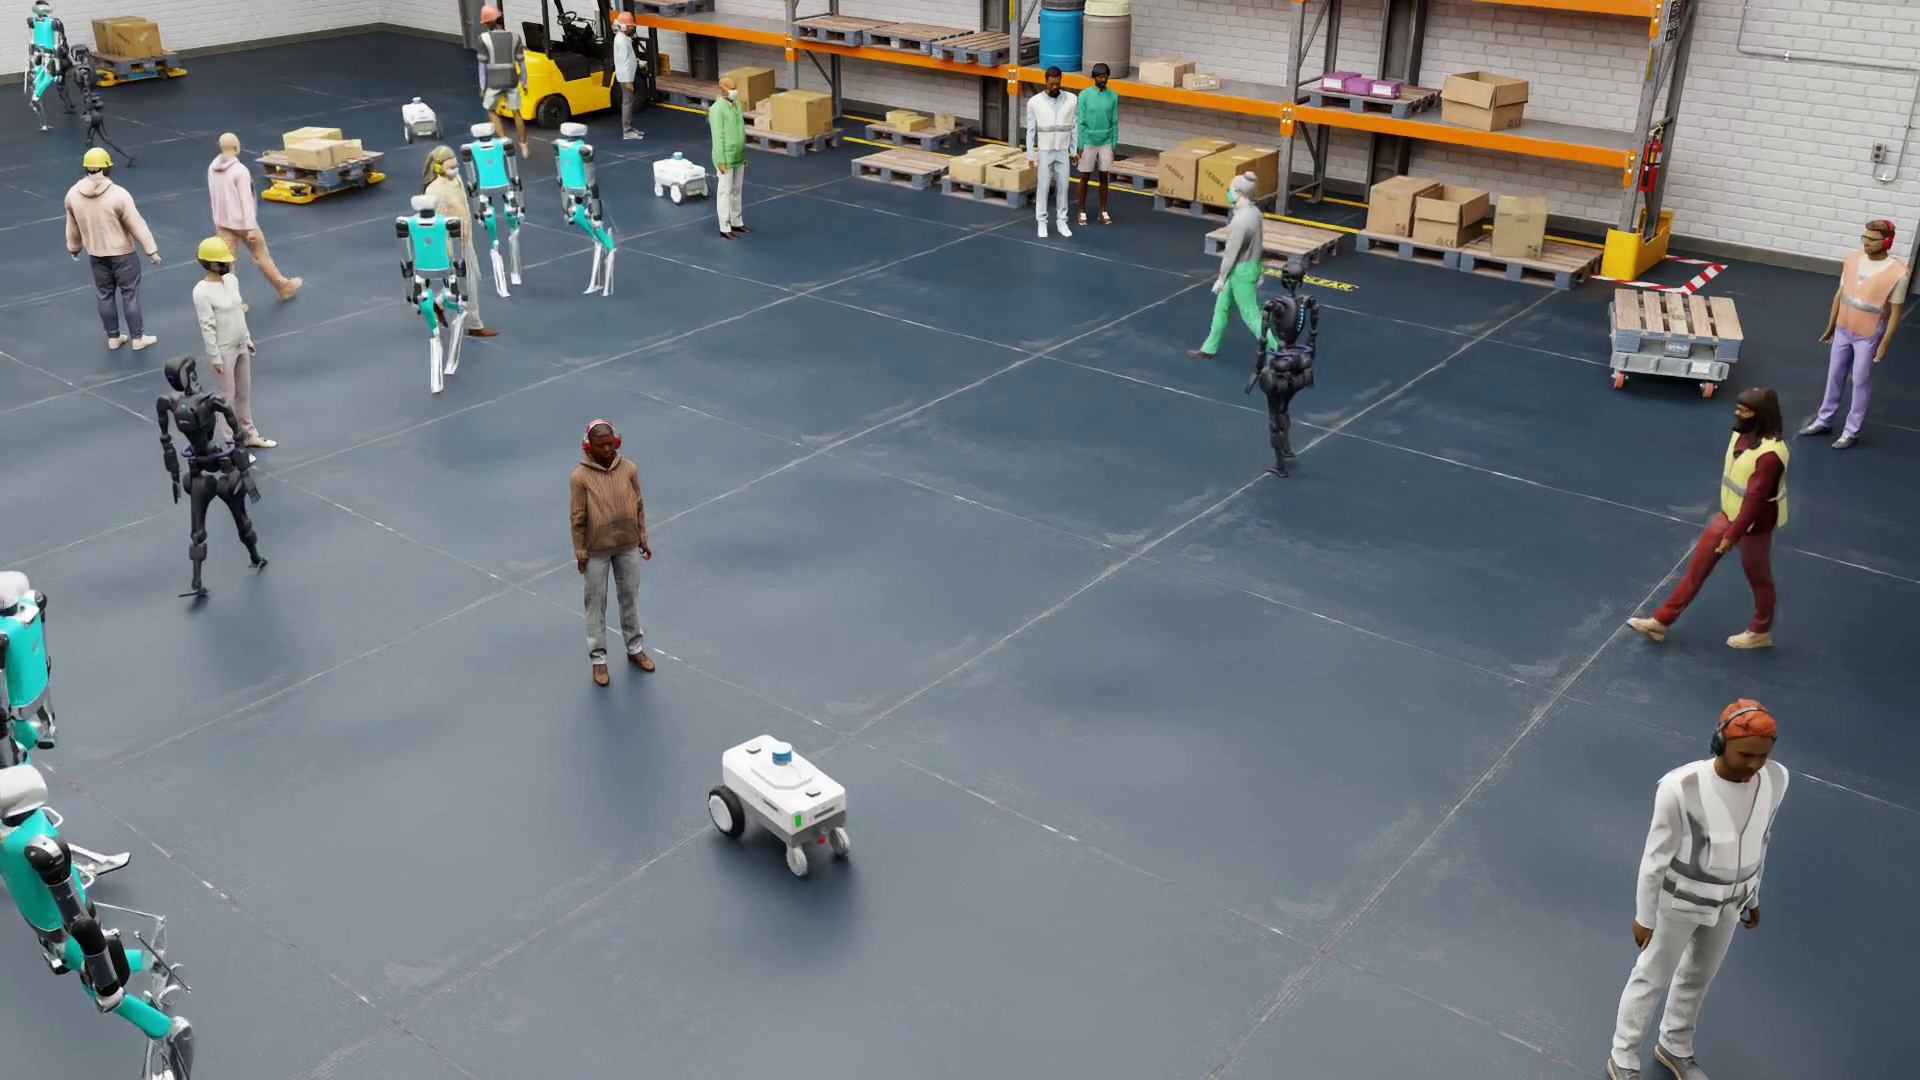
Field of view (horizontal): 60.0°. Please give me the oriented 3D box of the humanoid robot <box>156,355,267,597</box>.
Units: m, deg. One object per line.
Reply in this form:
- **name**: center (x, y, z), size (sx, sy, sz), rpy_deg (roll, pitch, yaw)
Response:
- **humanoid robot**: center (-4.904, -0.420, 10.864), size (0.614, 1.626, 0.751), rpy_deg (3, 26, 5)

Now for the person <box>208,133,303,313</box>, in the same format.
- **person**: center (-7.026, -3.129, 16.354), size (0.545, 1.731, 0.949), rpy_deg (9, 27, 18)

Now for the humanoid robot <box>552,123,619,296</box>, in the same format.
- **humanoid robot**: center (-3.691, -3.326, 16.812), size (0.542, 1.831, 0.649), rpy_deg (18, 31, 32)

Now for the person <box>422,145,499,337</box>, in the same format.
- **person**: center (-4.742, -2.776, 15.502), size (0.609, 1.846, 0.598), rpy_deg (3, 26, 6)

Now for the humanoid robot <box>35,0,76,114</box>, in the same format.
- **humanoid robot**: center (-13.610, -7.246, 24.968), size (0.460, 1.644, 0.583), rpy_deg (10, 28, 21)

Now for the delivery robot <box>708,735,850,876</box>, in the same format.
- **delivery robot**: center (-0.914, 1.317, 8.536), size (0.499, 0.613, 0.816), rpy_deg (-21, 33, -36)

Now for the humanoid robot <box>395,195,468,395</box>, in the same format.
- **humanoid robot**: center (-4.485, -2.160, 14.361), size (0.544, 1.768, 0.899), rpy_deg (-4, 26, -8)

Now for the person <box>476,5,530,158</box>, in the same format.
- **person**: center (-6.103, -6.092, 22.201), size (0.678, 2.020, 0.453), rpy_deg (-17, 30, -31)

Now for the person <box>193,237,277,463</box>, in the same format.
- **person**: center (-5.665, -1.484, 12.924), size (0.311, 1.766, 0.522), rpy_deg (4, 26, 8)

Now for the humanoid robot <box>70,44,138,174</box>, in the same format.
- **humanoid robot**: center (-11.232, -5.608, 21.612), size (0.741, 1.641, 0.600), rpy_deg (-13, 29, -25)

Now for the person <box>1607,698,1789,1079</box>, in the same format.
- **person**: center (2.972, 1.460, 6.690), size (0.582, 1.882, 0.339), rpy_deg (-7, 27, -14)

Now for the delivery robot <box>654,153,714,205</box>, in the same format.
- **delivery robot**: center (-3.438, -4.454, 20.476), size (0.499, 0.604, 0.807), rpy_deg (-23, 34, -39)

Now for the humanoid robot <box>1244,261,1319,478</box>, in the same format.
- **humanoid robot**: center (2.465, -1.300, 12.652), size (0.610, 1.646, 0.396), rpy_deg (-13, 29, -25)

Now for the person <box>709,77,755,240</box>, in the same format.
- **person**: center (-2.589, -4.308, 18.752), size (0.383, 1.783, 0.538), rpy_deg (11, 28, 22)

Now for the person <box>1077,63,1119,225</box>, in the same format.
- **person**: center (1.586, -4.594, 19.281), size (0.498, 1.843, 0.399), rpy_deg (-4, 26, -9)

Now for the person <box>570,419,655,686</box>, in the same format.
- **person**: center (-2.072, 0.051, 9.870), size (0.460, 1.651, 0.331), rpy_deg (-15, 30, -29)

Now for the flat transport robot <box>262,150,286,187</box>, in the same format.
- **flat transport robot**: center (-8.649, -4.846, 21.606), size (0.659, 0.231, 1.431), rpy_deg (-12, 28, -23)

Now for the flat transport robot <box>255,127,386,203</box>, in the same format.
- **flat transport robot**: center (-7.996, -4.503, 20.895), size (0.659, 0.231, 1.431), rpy_deg (12, 28, 24)

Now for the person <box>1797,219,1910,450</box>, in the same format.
- **person**: center (7.111, -1.628, 13.128), size (0.378, 1.844, 0.565), rpy_deg (-10, 28, -20)

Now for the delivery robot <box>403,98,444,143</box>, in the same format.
- **delivery robot**: center (-7.652, -5.950, 23.568), size (0.499, 0.598, 0.789), rpy_deg (-12, 28, -24)

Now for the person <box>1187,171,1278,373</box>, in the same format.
- **person**: center (2.540, -2.392, 14.793), size (0.961, 1.786, 0.526), rpy_deg (11, 28, 21)

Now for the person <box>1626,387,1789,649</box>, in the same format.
- **person**: center (4.673, -0.097, 10.114), size (0.954, 1.713, 0.474), rpy_deg (-4, 26, -8)

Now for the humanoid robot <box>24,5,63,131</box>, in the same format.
- **humanoid robot**: center (-13.138, -6.633, 23.708), size (0.557, 1.833, 0.868), rpy_deg (7, 27, 15)

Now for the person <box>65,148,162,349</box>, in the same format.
- **person**: center (-7.773, -2.644, 15.226), size (0.822, 1.854, 0.434), rpy_deg (0, 26, 1)

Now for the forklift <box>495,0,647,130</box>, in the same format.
- **forklift**: center (-5.874, -7.334, 24.552), size (1.214, 2.155, 2.313), rpy_deg (19, 32, 34)

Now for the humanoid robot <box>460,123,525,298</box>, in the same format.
- **humanoid robot**: center (-4.731, -3.406, 16.976), size (0.565, 1.786, 0.882), rpy_deg (-7, 27, -15)

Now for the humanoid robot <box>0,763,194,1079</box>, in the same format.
- **humanoid robot**: center (-3.332, 1.633, 6.636), size (0.540, 1.897, 0.726), rpy_deg (18, 31, 33)

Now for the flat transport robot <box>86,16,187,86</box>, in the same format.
- **flat transport robot**: center (-13.730, -7.775, 27.672), size (0.659, 0.231, 1.431), rpy_deg (21, 33, 37)

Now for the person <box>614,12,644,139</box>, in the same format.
- **person**: center (-4.669, -6.539, 23.422), size (0.351, 1.738, 0.571), rpy_deg (-5, 26, -11)

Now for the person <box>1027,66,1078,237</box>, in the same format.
- **person**: center (1.038, -4.376, 18.755), size (0.596, 1.906, 0.418), rpy_deg (-7, 27, -13)

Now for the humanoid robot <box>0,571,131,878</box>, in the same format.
- **humanoid robot**: center (-4.658, 0.960, 7.945), size (1.048, 1.740, 0.541), rpy_deg (-2, 26, -3)
